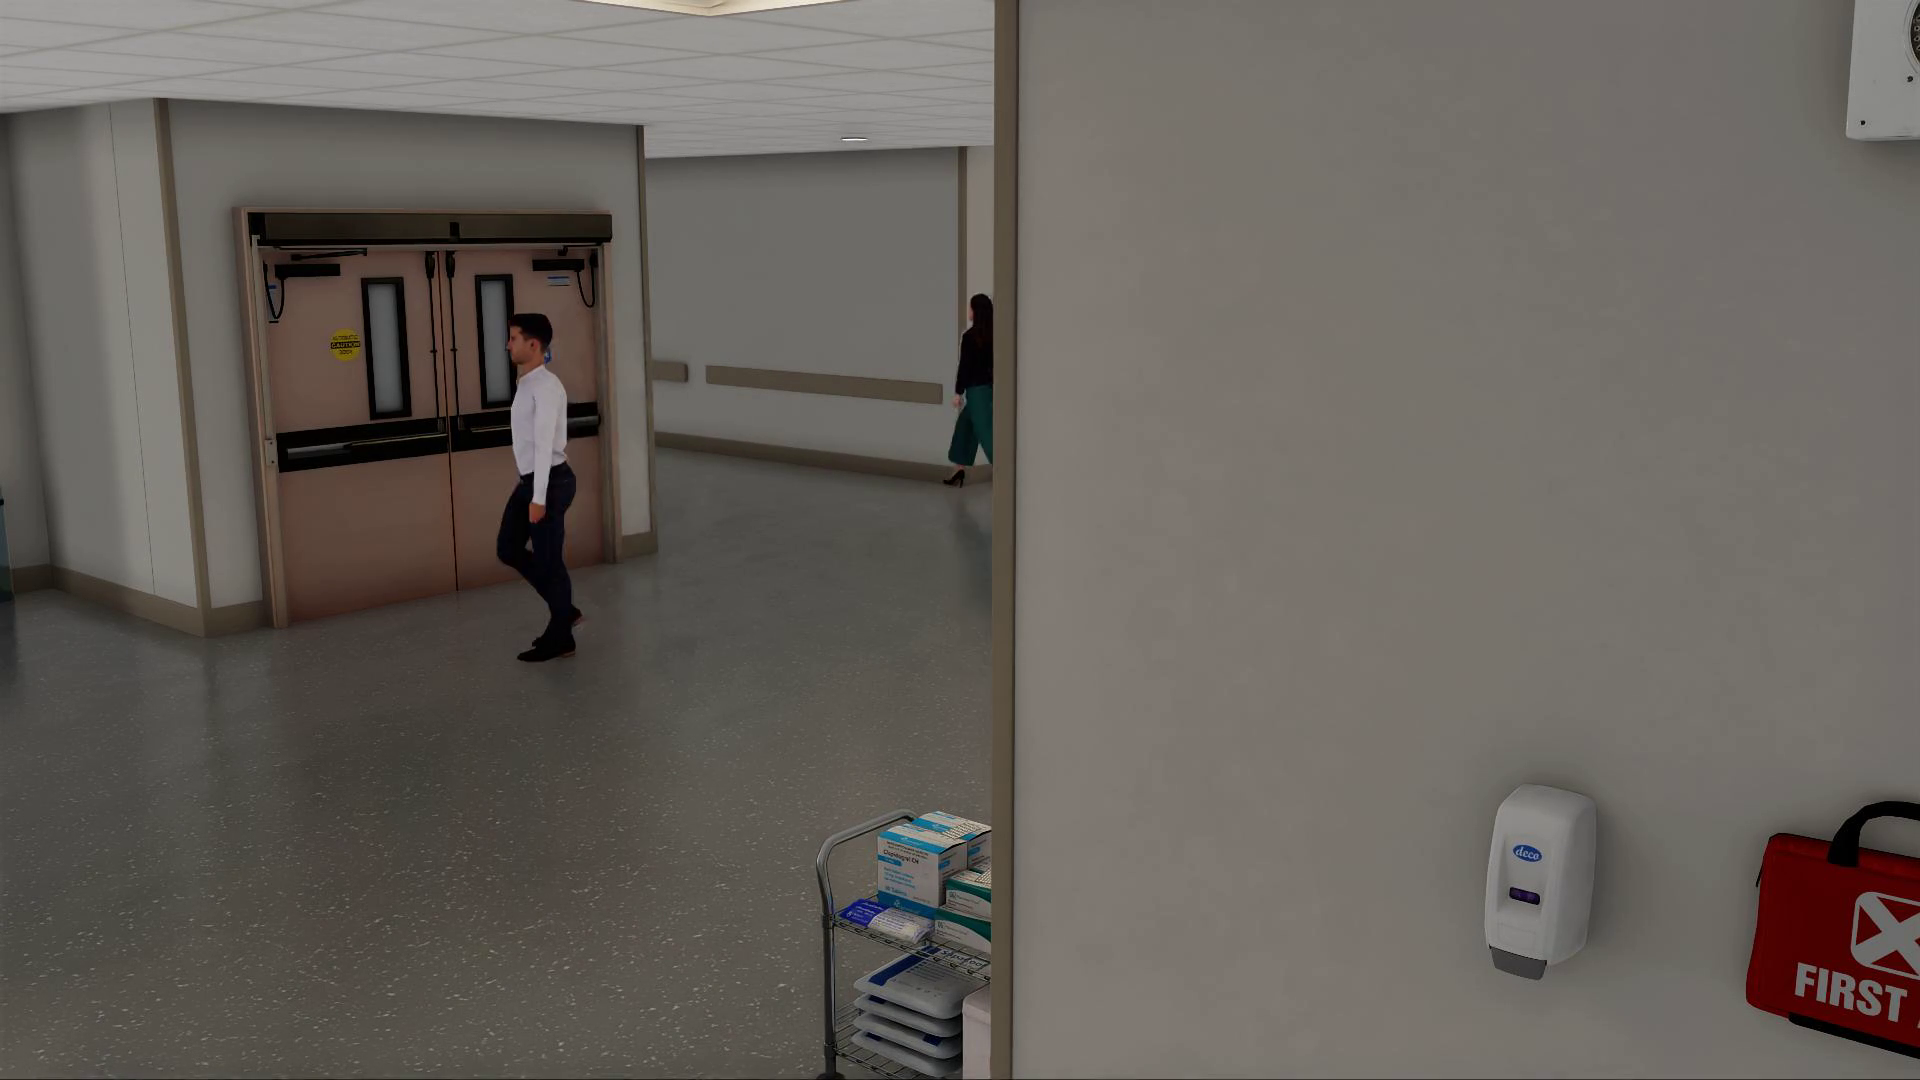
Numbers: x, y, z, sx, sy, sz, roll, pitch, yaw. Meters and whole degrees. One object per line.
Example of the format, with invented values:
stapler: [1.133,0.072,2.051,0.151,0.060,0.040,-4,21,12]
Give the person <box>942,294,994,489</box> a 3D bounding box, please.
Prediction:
person: [0.234,-1.196,14.172,0.706,1.694,1.017,8,14,37]

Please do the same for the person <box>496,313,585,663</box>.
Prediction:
person: [-2.138,-0.279,8.906,0.781,1.855,0.727,-6,12,-27]
